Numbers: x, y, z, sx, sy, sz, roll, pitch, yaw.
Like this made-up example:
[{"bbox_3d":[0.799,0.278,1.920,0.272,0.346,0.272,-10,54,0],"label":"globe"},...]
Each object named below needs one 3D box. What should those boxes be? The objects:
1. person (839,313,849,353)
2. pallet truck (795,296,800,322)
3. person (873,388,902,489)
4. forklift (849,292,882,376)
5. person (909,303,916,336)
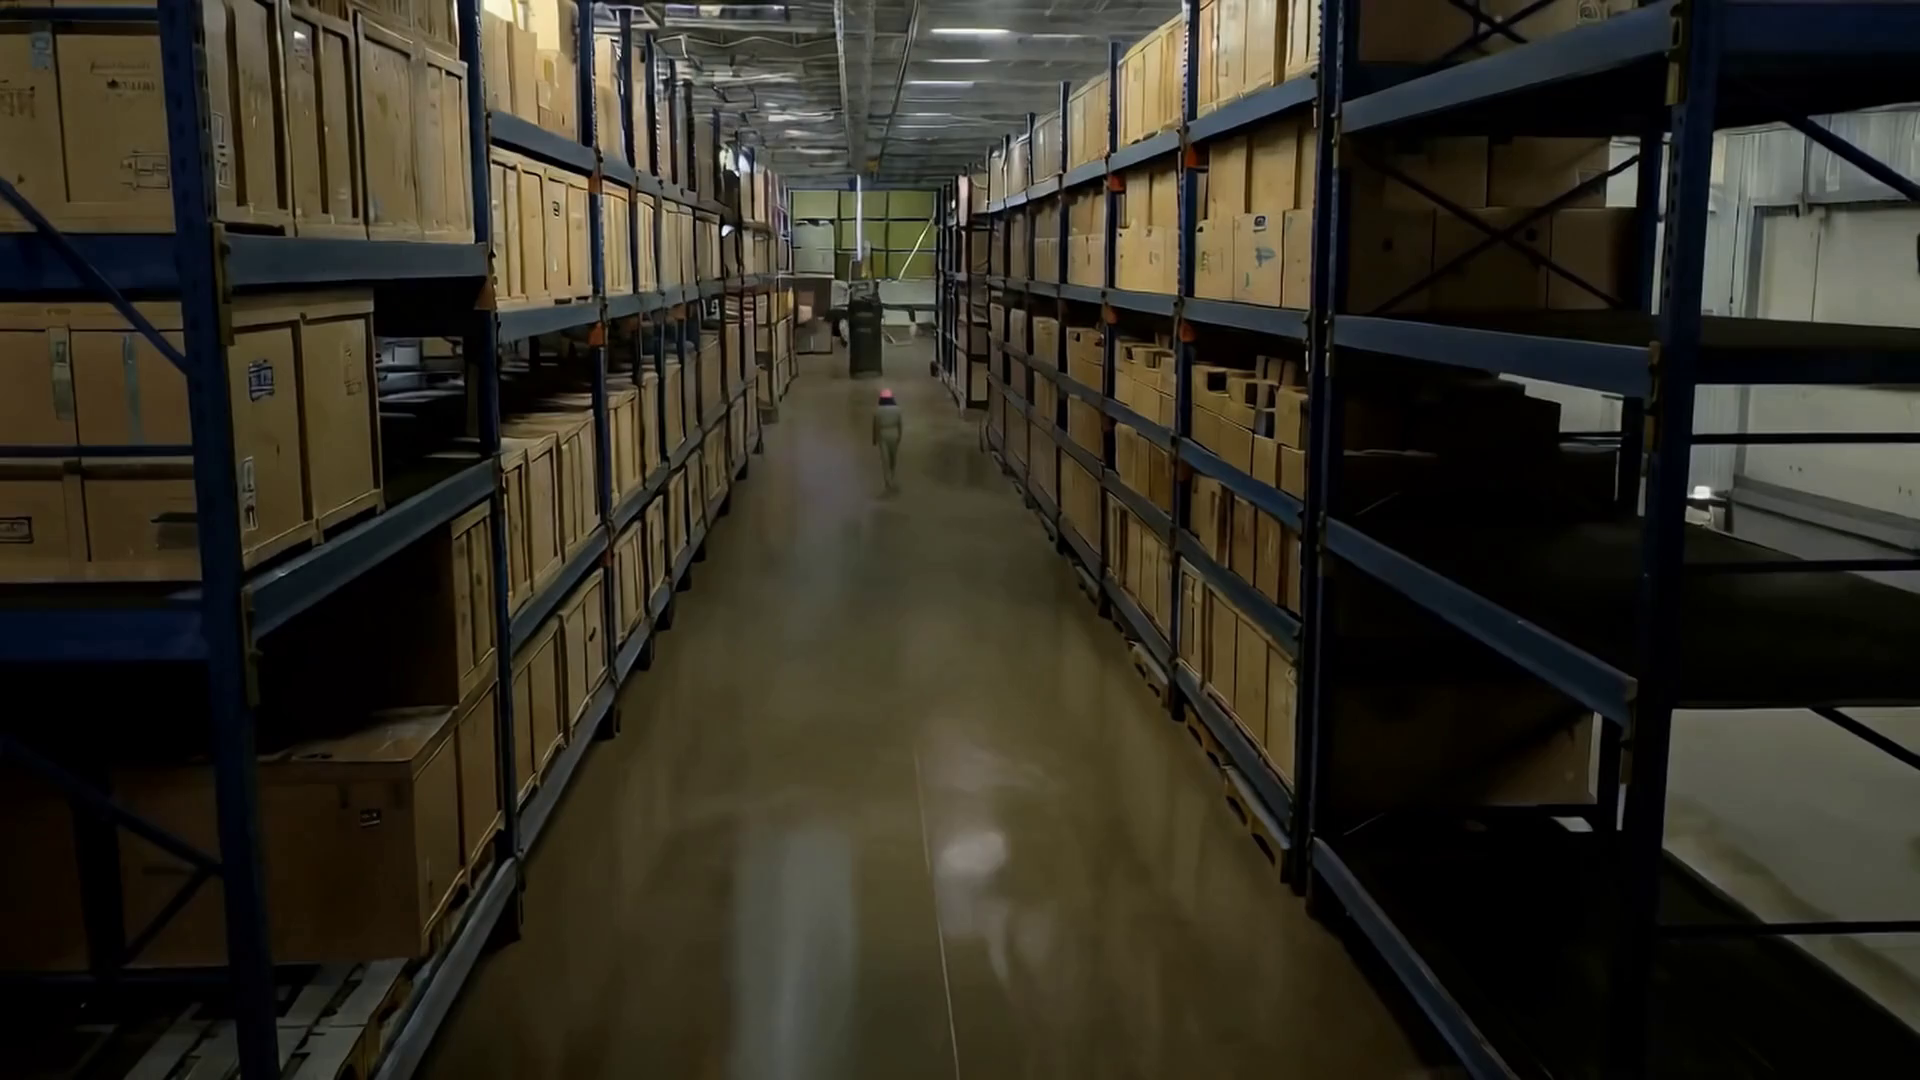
[{"bbox_3d":[-4.822,-8.675,69.857,0.534,1.685,0.376,-4,10,-23],"label":"person"},{"bbox_3d":[-8.622,-12.439,91.403,1.885,1.965,0.823,2,10,13],"label":"pallet truck"},{"bbox_3d":[-1.218,-1.727,28.282,0.497,1.709,0.867,-3,10,-18],"label":"person"},{"bbox_3d":[-3.197,-6.955,56.014,1.129,2.768,1.873,-1,10,-3],"label":"forklift"},{"bbox_3d":[-2.487,-11.502,86.736,0.319,1.687,0.539,3,10,18],"label":"person"}]
